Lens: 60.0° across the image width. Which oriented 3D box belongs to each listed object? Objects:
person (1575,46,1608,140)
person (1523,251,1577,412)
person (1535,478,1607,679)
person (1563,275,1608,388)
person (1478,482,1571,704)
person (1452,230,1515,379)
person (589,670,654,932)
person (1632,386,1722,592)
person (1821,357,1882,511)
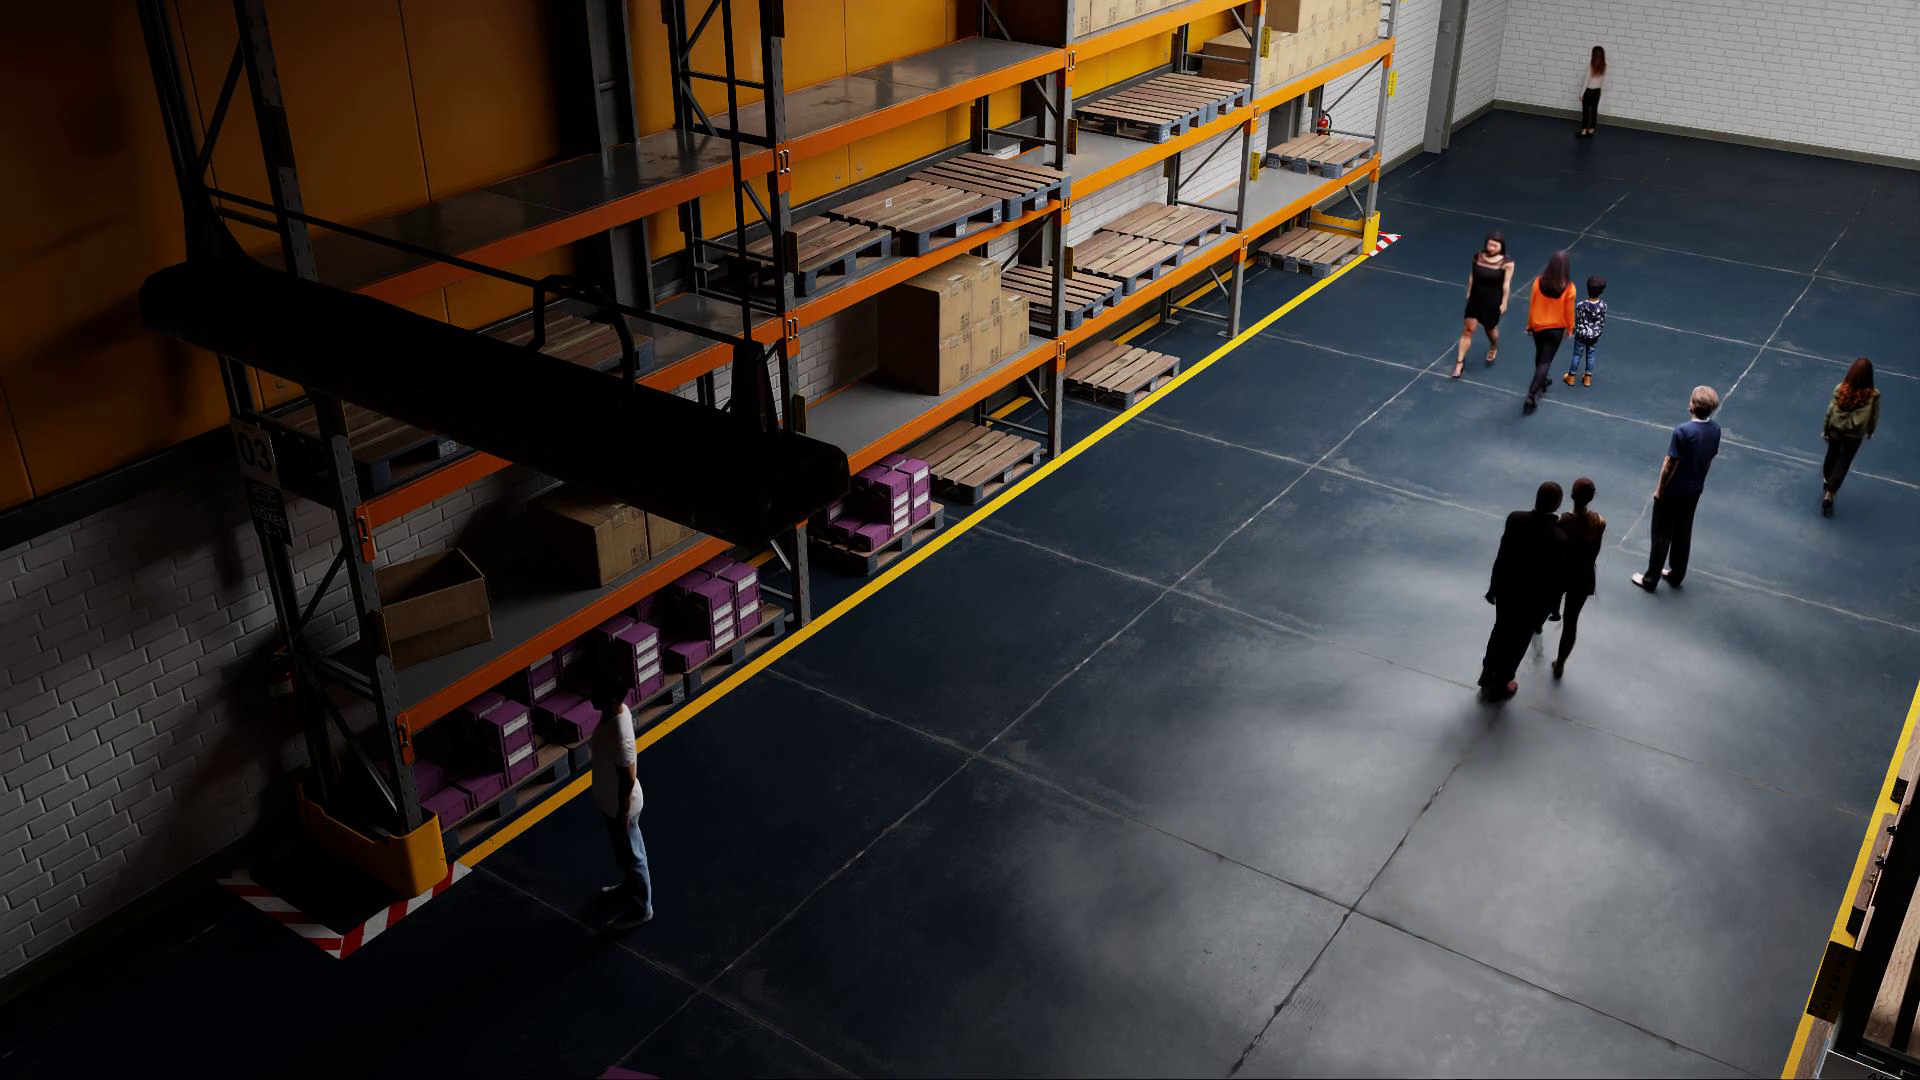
[{"bbox_3d":[10.403,-7.363,27.347,0.591,1.483,0.672,-8,30,-14],"label":"person"},{"bbox_3d":[6.199,-2.179,17.614,1.114,1.702,0.771,-25,37,-38],"label":"person"},{"bbox_3d":[4.813,0.323,13.096,0.839,1.636,1.143,7,29,12],"label":"person"},{"bbox_3d":[6.916,-2.307,18.323,0.558,1.248,0.580,4,29,7],"label":"person"},{"bbox_3d":[4.227,0.445,12.612,0.735,1.887,0.775,-23,36,-35],"label":"person"},{"bbox_3d":[5.885,-2.640,18.494,0.710,1.669,1.052,21,35,33],"label":"person"},{"bbox_3d":[-2.141,1.612,10.493,0.792,1.867,0.756,-7,29,-13],"label":"person"},{"bbox_3d":[6.190,-0.435,14.244,0.688,1.867,0.798,-11,30,-19],"label":"person"},{"bbox_3d":[8.351,-0.973,15.674,0.621,1.443,0.990,20,35,33],"label":"person"}]
